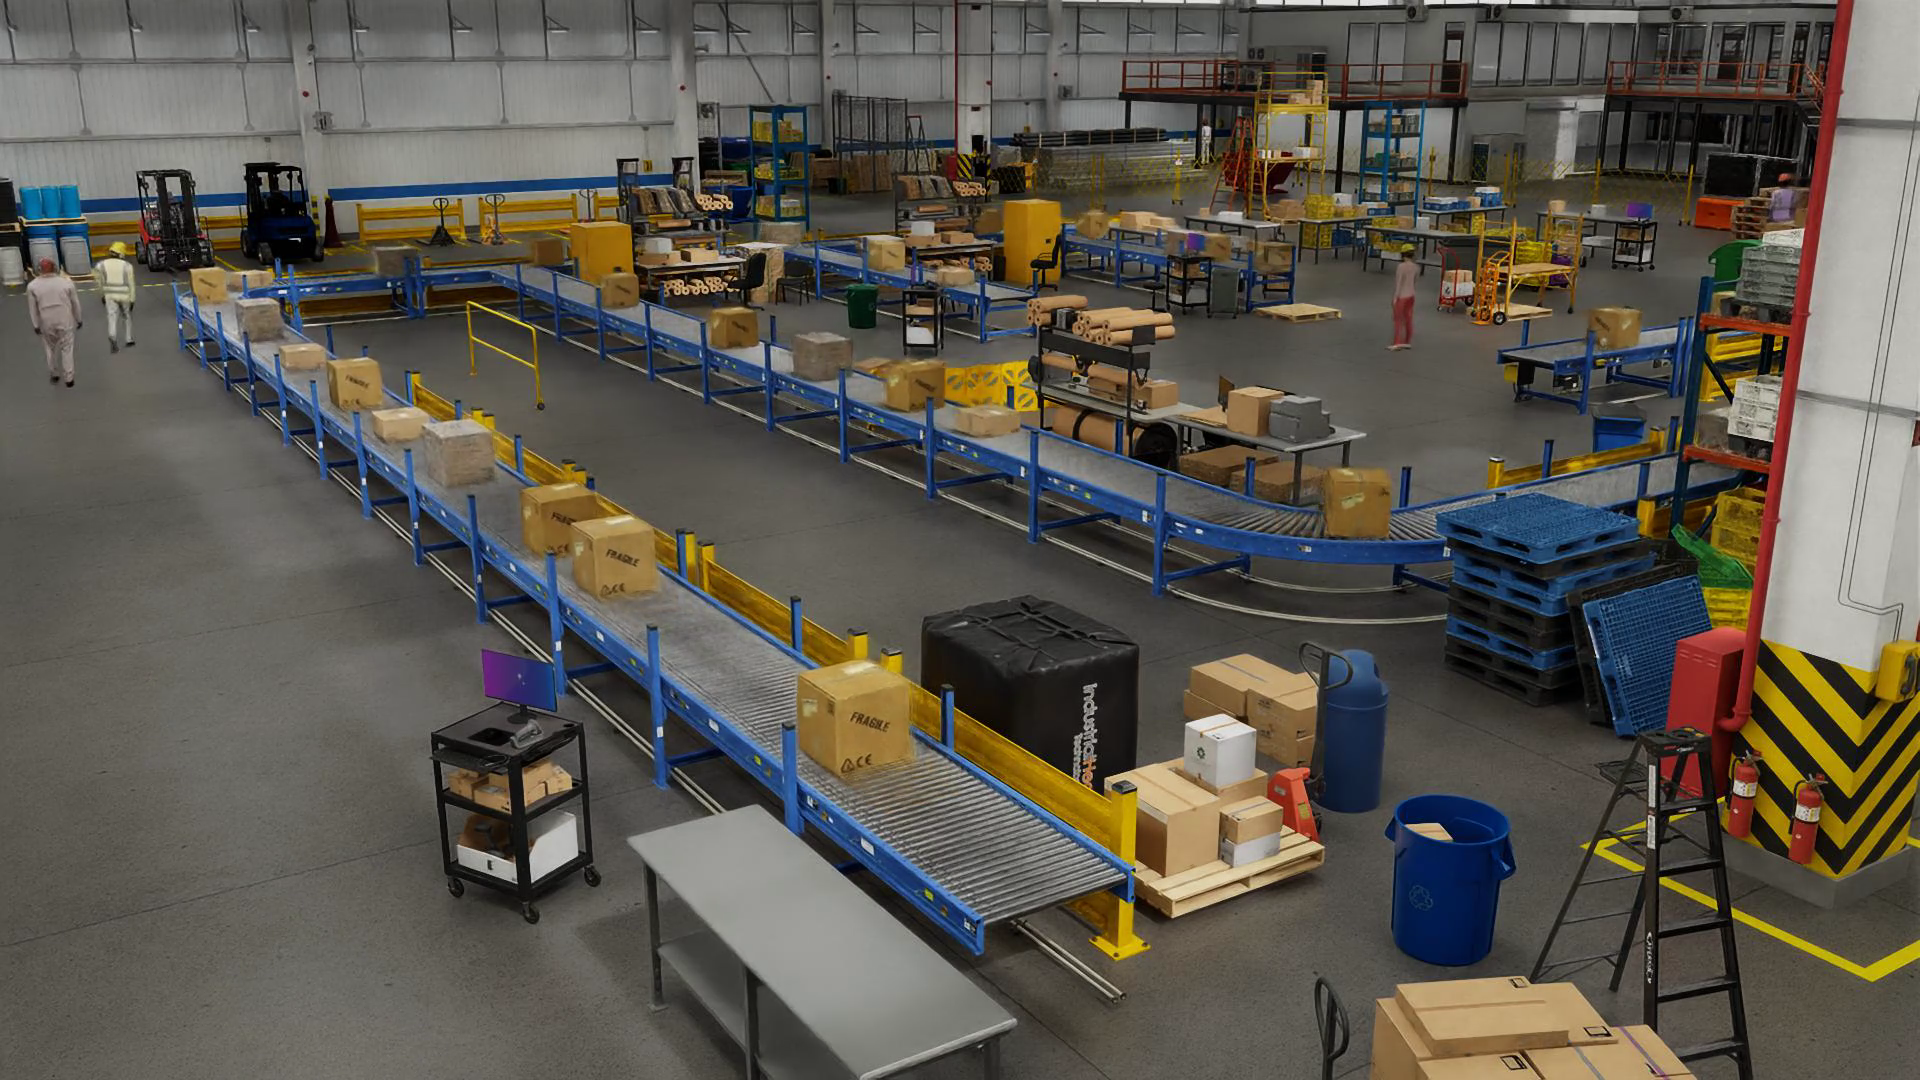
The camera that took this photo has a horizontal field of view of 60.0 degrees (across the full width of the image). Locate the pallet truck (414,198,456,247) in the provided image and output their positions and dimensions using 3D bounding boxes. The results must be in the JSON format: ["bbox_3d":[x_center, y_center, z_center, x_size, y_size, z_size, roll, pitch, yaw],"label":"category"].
[{"bbox_3d":[-13.250,-8.060,41.856,0.680,1.201,1.601,-10,20,-31],"label":"pallet truck"}]

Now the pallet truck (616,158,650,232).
[{"bbox_3d":[-8.918,-9.176,44.255,0.823,1.965,1.885,-9,19,-27],"label":"pallet truck"}]

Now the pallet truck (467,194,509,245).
[{"bbox_3d":[-11.983,-8.177,42.137,0.704,1.261,1.522,-11,20,-33],"label":"pallet truck"}]

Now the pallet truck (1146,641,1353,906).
[{"bbox_3d":[1.664,1.407,10.232,1.630,1.274,0.653,-10,20,-31],"label":"pallet truck"}]

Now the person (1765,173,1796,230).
[{"bbox_3d":[18.975,-7.464,38.512,0.634,2.021,0.521,-4,17,-12],"label":"person"}]

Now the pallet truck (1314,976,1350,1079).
[{"bbox_3d":[2.299,2.390,7.086,1.601,1.201,0.680,-2,17,-7],"label":"pallet truck"}]

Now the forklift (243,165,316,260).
[{"bbox_3d":[-15.898,-7.669,38.708,1.157,1.987,2.680,-11,20,-33],"label":"forklift"}]

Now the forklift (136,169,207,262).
[{"bbox_3d":[-17.842,-7.318,37.559,1.157,1.987,2.680,-10,20,-31],"label":"forklift"}]

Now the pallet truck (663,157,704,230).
[{"bbox_3d":[-7.586,-9.308,44.692,0.823,1.965,1.885,-11,20,-33],"label":"pallet truck"}]

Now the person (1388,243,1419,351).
[{"bbox_3d":[7.333,-4.016,27.484,0.533,1.765,0.330,-11,20,-32],"label":"person"}]

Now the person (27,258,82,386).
[{"bbox_3d":[-13.452,-3.255,24.786,0.657,1.858,0.966,-7,18,-23],"label":"person"}]

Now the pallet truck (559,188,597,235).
[{"bbox_3d":[-10.010,-8.652,43.699,0.653,1.274,1.630,-10,20,-31],"label":"pallet truck"}]

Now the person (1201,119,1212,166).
[{"bbox_3d":[10.008,-16.244,67.967,0.574,1.884,0.356,-12,20,-34],"label":"person"}]

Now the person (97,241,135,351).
[{"bbox_3d":[-13.907,-4.020,27.448,0.596,1.797,0.803,-5,17,-15],"label":"person"}]
